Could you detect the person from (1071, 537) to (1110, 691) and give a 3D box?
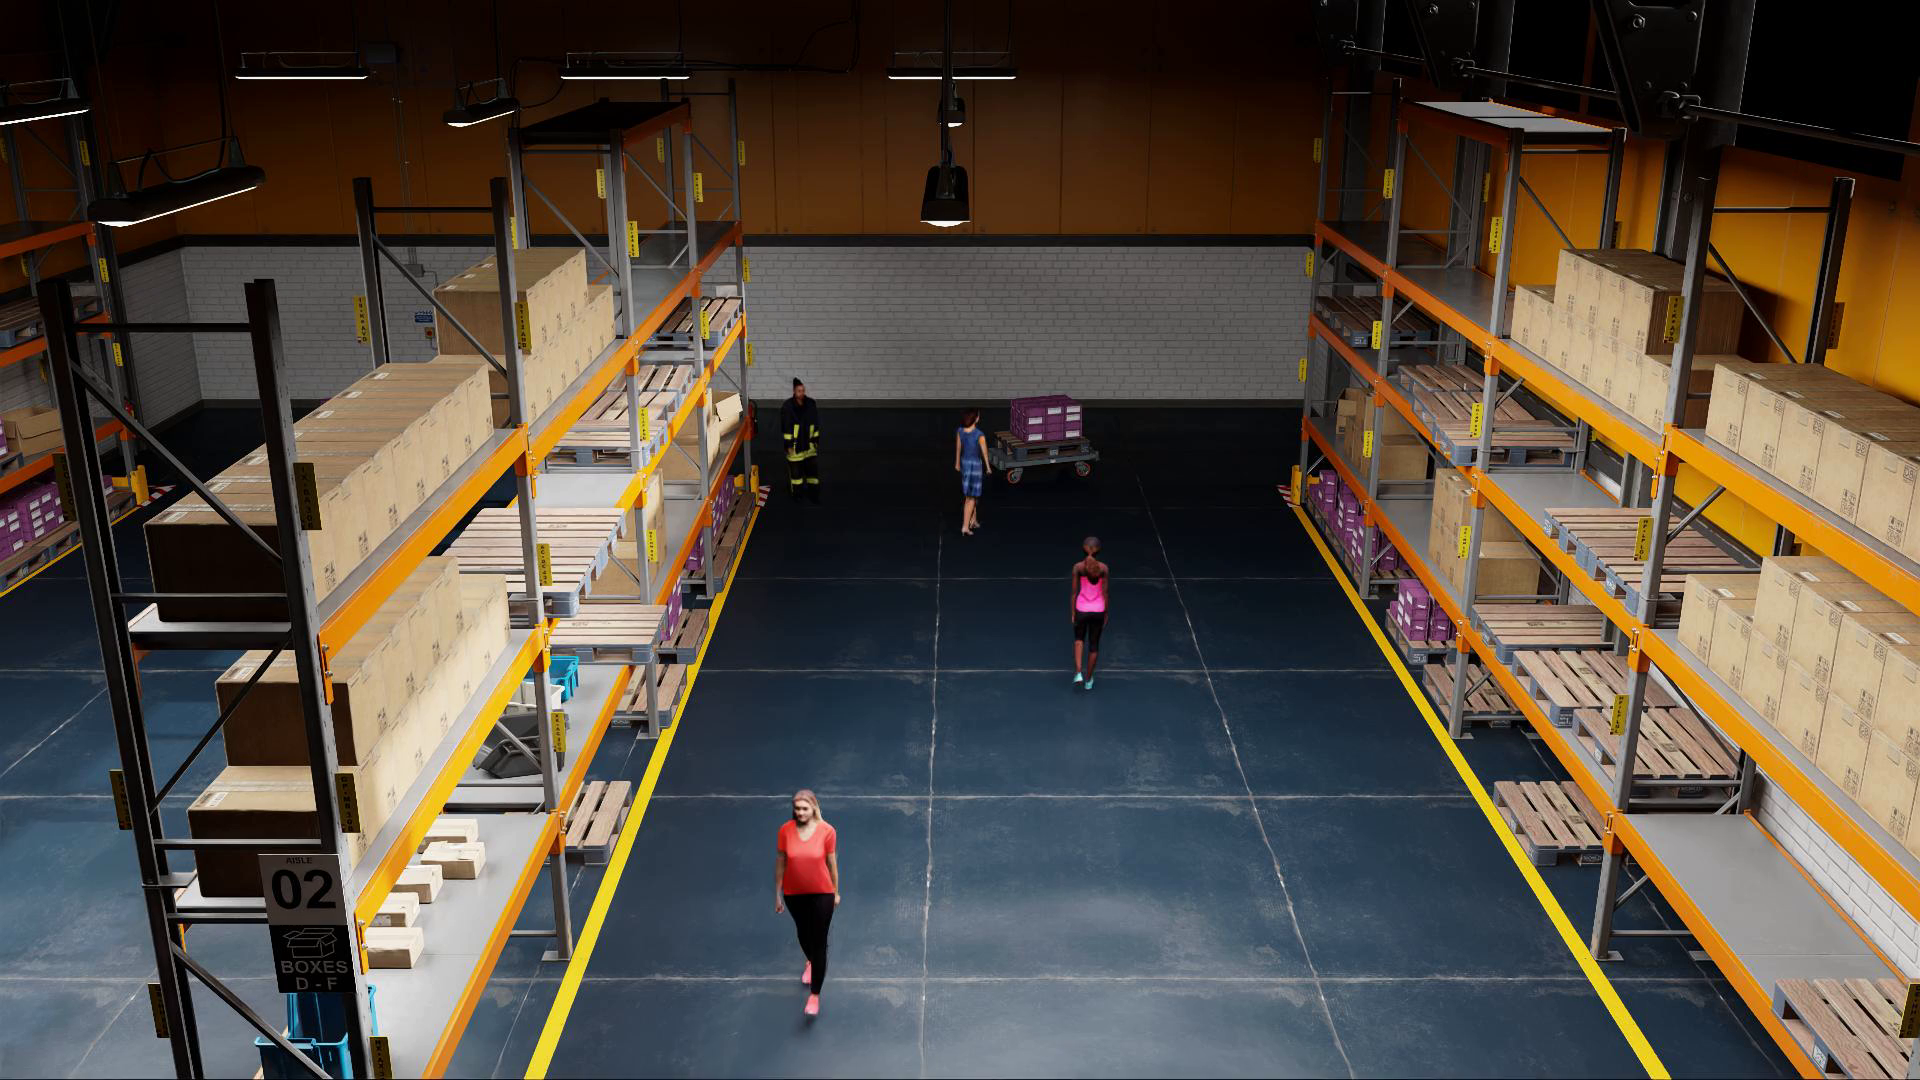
[{"bbox_3d":[1.371,0.810,17.628,0.612,1.711,0.712,3,19,8],"label":"person"}]

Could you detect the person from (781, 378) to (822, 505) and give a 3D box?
[{"bbox_3d":[-2.352,-1.471,24.183,0.875,1.851,0.910,-7,20,-19],"label":"person"}]

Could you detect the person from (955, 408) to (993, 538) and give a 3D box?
[{"bbox_3d":[0.106,-0.888,22.556,0.916,1.785,0.856,-17,25,-42],"label":"person"}]

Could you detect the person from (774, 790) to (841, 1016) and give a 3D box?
[{"bbox_3d":[-1.109,2.601,12.396,0.719,1.656,1.083,3,19,8],"label":"person"}]
